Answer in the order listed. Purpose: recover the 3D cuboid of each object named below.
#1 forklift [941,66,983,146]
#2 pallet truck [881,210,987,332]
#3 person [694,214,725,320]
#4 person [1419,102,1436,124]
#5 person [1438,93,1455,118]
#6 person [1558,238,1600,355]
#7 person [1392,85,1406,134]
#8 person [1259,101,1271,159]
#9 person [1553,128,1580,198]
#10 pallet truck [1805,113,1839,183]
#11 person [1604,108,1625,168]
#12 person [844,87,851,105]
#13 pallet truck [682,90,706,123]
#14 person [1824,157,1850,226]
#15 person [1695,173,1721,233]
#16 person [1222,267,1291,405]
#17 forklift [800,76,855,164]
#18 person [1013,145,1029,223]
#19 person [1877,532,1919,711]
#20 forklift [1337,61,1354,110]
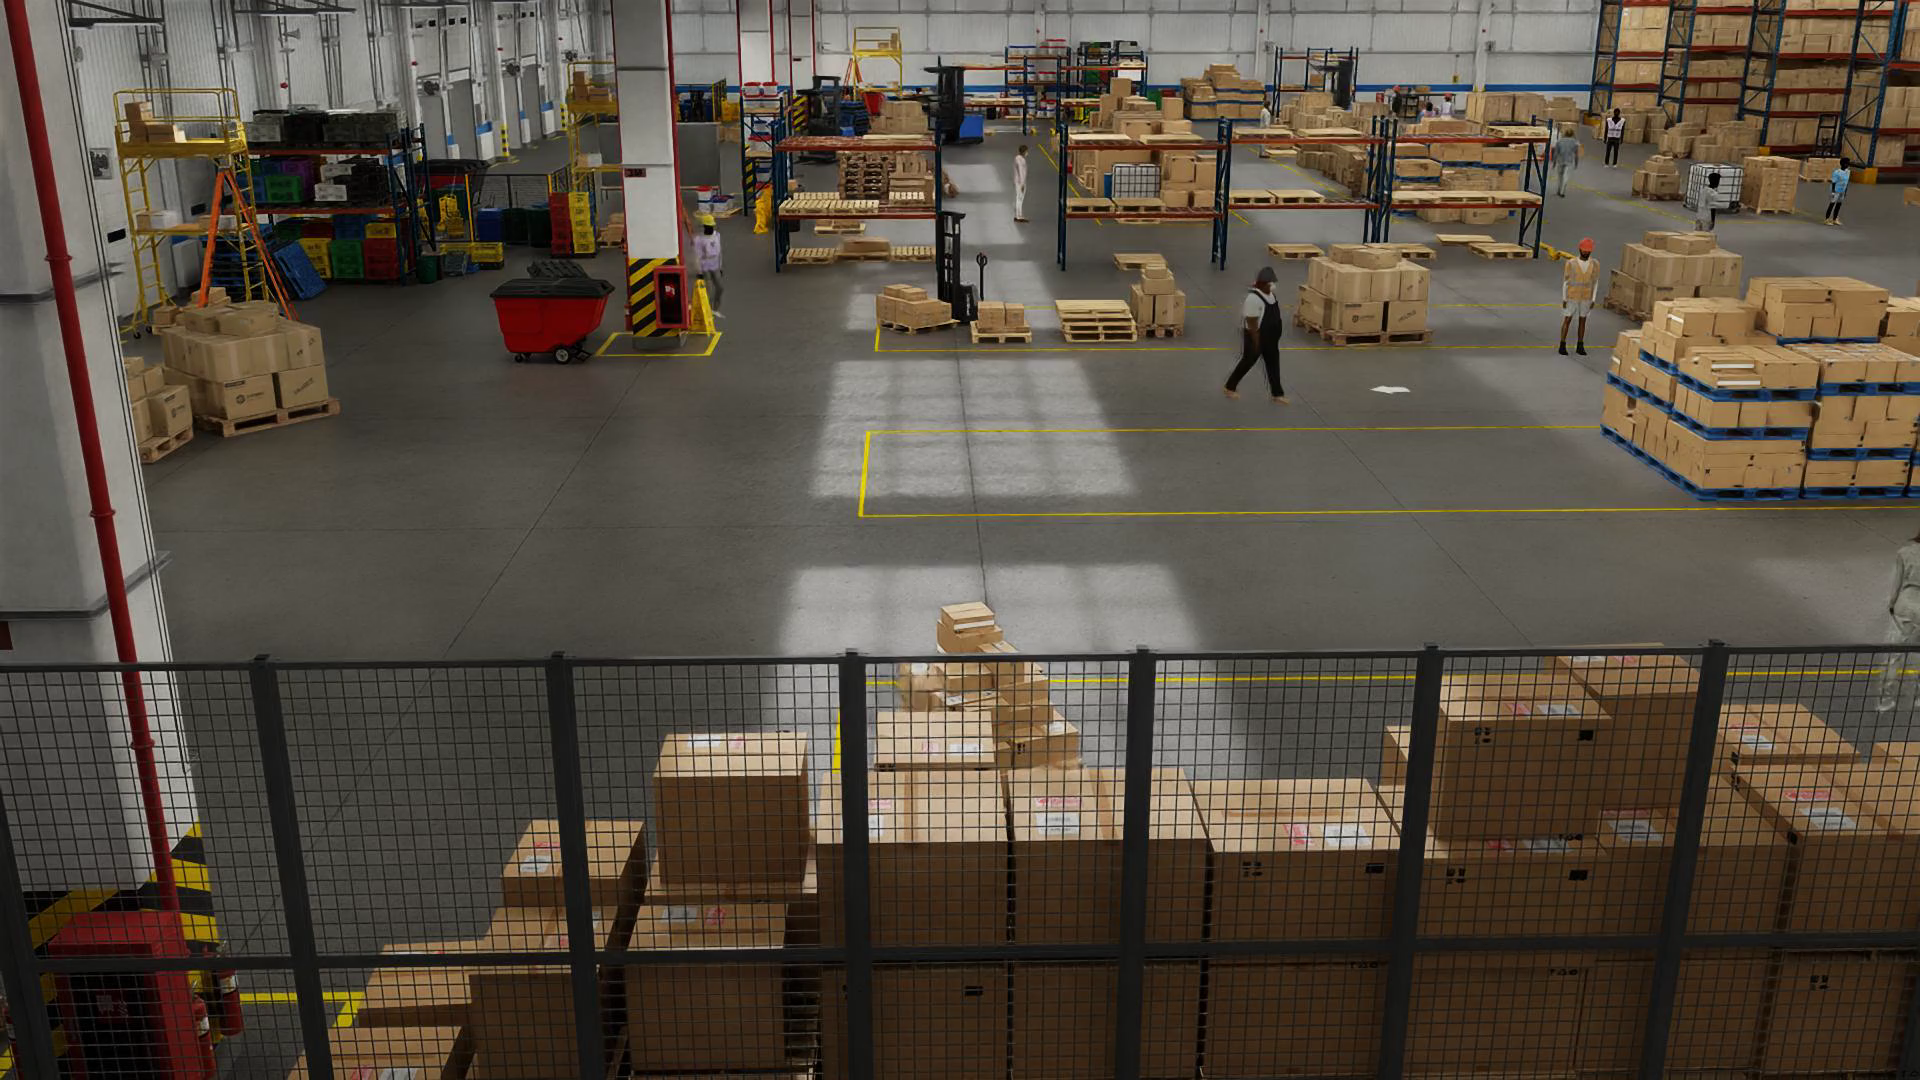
[{"bbox_3d":[-0.165,-16.070,61.545,1.873,2.768,1.129,-10,21,-26],"label":"forklift"},{"bbox_3d":[-0.493,-4.759,29.349,1.885,1.965,0.823,-13,23,-34],"label":"pallet truck"},{"bbox_3d":[-4.471,-4.889,29.865,0.565,1.904,0.620,16,24,40],"label":"person"},{"bbox_3d":[16.409,-14.465,58.460,0.638,1.805,0.959,-7,20,-20],"label":"person"},{"bbox_3d":[17.994,-15.545,61.501,0.566,1.899,0.922,8,20,23],"label":"person"},{"bbox_3d":[10.093,-3.957,27.087,0.542,1.928,0.399,1,19,4],"label":"person"},{"bbox_3d":[17.086,-16.746,64.933,0.662,1.976,0.618,6,20,19],"label":"person"},{"bbox_3d":[10.499,-14.115,57.196,0.357,1.938,0.637,-1,19,-2],"label":"person"},{"bbox_3d":[17.144,-10.659,46.995,0.666,1.901,0.906,10,21,26],"label":"person"},{"bbox_3d":[26.403,-11.957,50.702,0.823,1.965,1.885,6,19,16],"label":"pallet truck"},{"bbox_3d":[21.336,-13.111,54.270,0.591,1.911,0.390,7,20,19],"label":"person"},{"bbox_3d":[-4.628,-17.681,68.145,0.317,1.697,0.540,-6,20,-18],"label":"person"},{"bbox_3d":[-9.671,-15.907,62.421,0.823,1.965,1.885,5,19,15],"label":"pallet truck"},{"bbox_3d":[21.914,-8.685,41.475,0.532,1.690,0.322,-8,20,-23],"label":"person"},{"bbox_3d":[16.100,-6.936,35.879,0.378,1.958,0.606,-2,19,-6],"label":"person"},{"bbox_3d":[4.301,-2.997,24.055,1.010,2.000,0.694,14,23,37],"label":"person"},{"bbox_3d":[-4.427,-14.116,55.747,1.129,2.768,1.873,10,21,28],"label":"forklift"},{"bbox_3d":[1.533,-9.011,42.065,0.378,1.932,0.629,-3,19,-9],"label":"person"},{"bbox_3d":[8.047,0.586,13.921,0.793,1.717,0.503,-14,23,-35],"label":"person"},{"bbox_3d":[15.197,-17.540,65.905,1.873,2.768,1.129,-1,19,-2],"label":"forklift"}]
